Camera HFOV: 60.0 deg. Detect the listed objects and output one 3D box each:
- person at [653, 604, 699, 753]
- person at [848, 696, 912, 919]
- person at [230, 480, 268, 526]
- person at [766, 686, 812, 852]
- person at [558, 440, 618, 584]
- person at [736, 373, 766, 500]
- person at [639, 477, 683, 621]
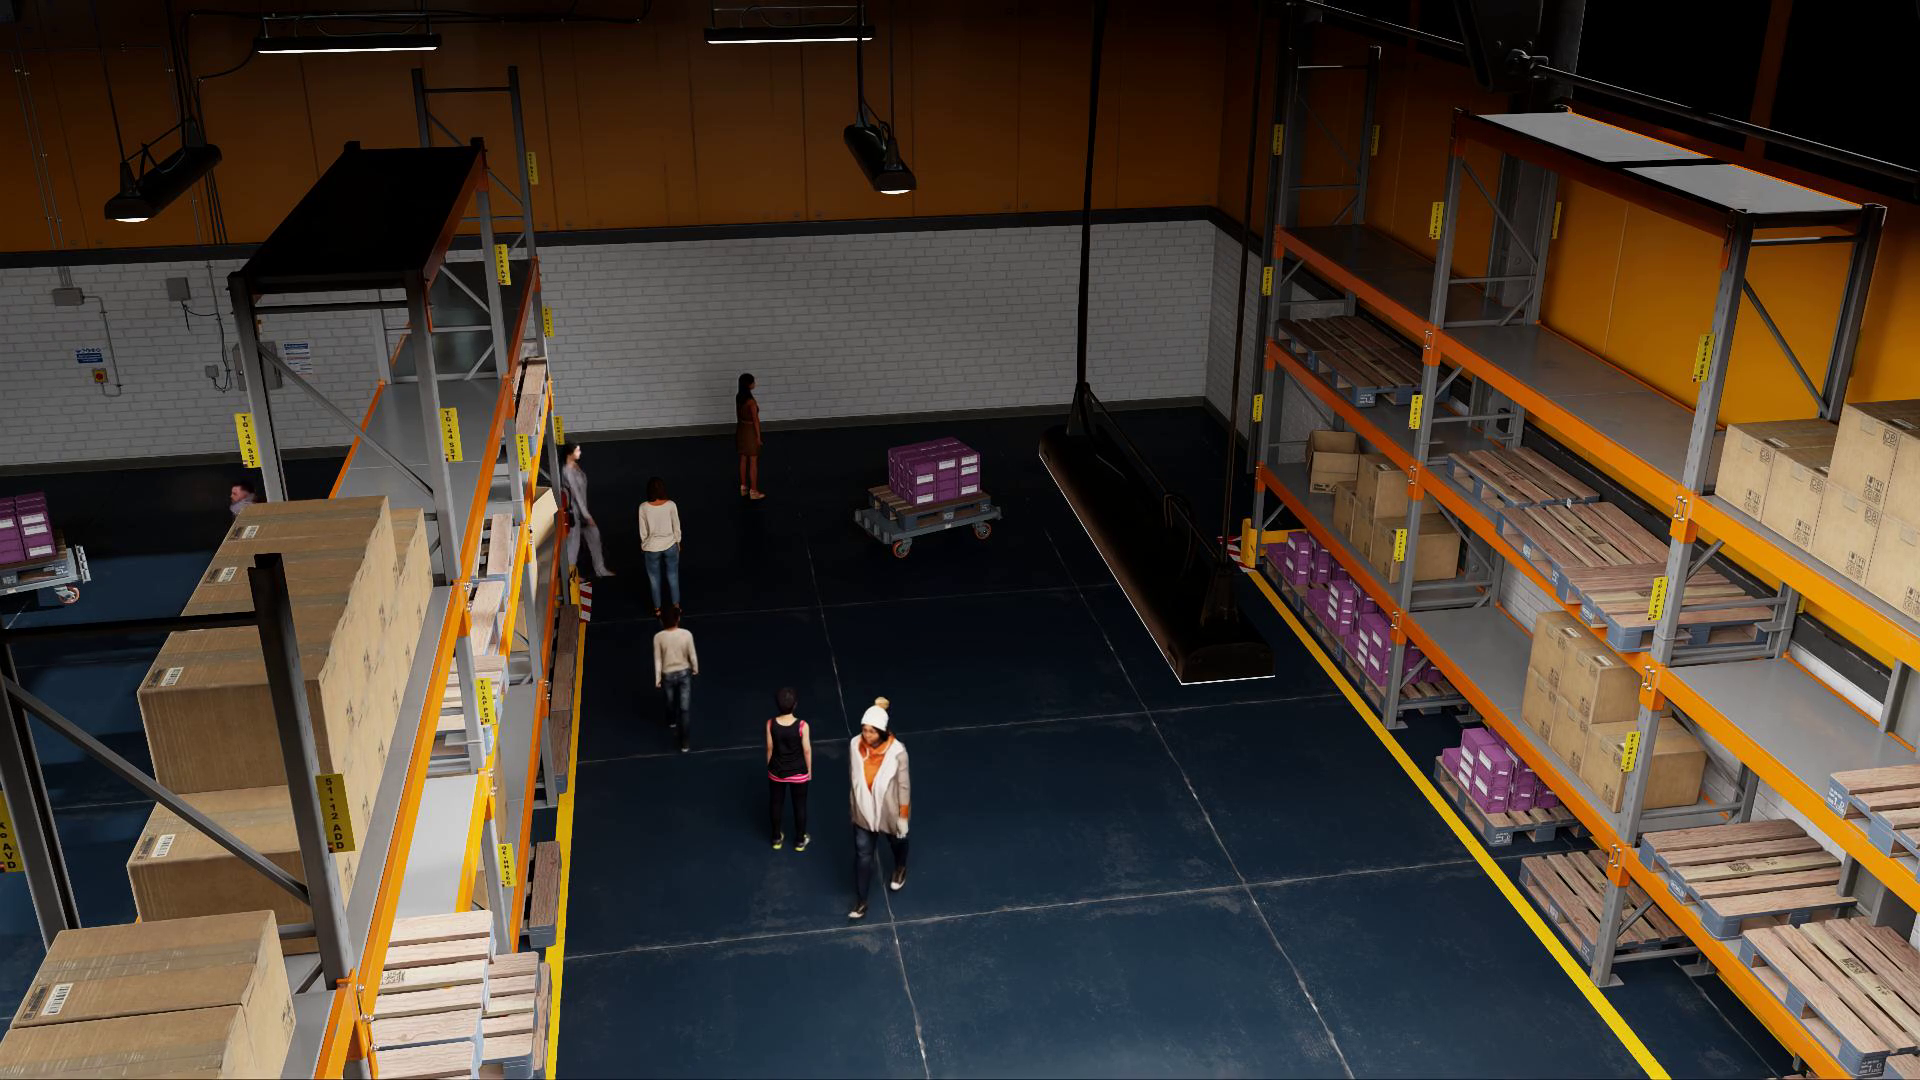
[{"bbox_3d":[-2.697,1.340,15.841,0.573,1.428,0.957,-5,24,-11],"label":"person"},{"bbox_3d":[-0.597,2.110,13.560,1.031,1.845,1.256,6,24,14],"label":"person"},{"bbox_3d":[-7.545,0.179,17.994,0.905,1.832,0.817,-21,31,-39],"label":"person"},{"bbox_3d":[-1.479,1.961,14.267,0.595,1.551,0.592,2,24,5],"label":"person"},{"bbox_3d":[-4.533,-0.301,19.190,0.769,1.753,0.822,1,24,2],"label":"person"},{"bbox_3d":[-2.759,-1.362,21.699,0.707,1.688,0.606,-20,30,-38],"label":"person"},{"bbox_3d":[-3.310,0.083,18.400,0.608,1.683,0.525,-5,24,-10],"label":"person"}]
